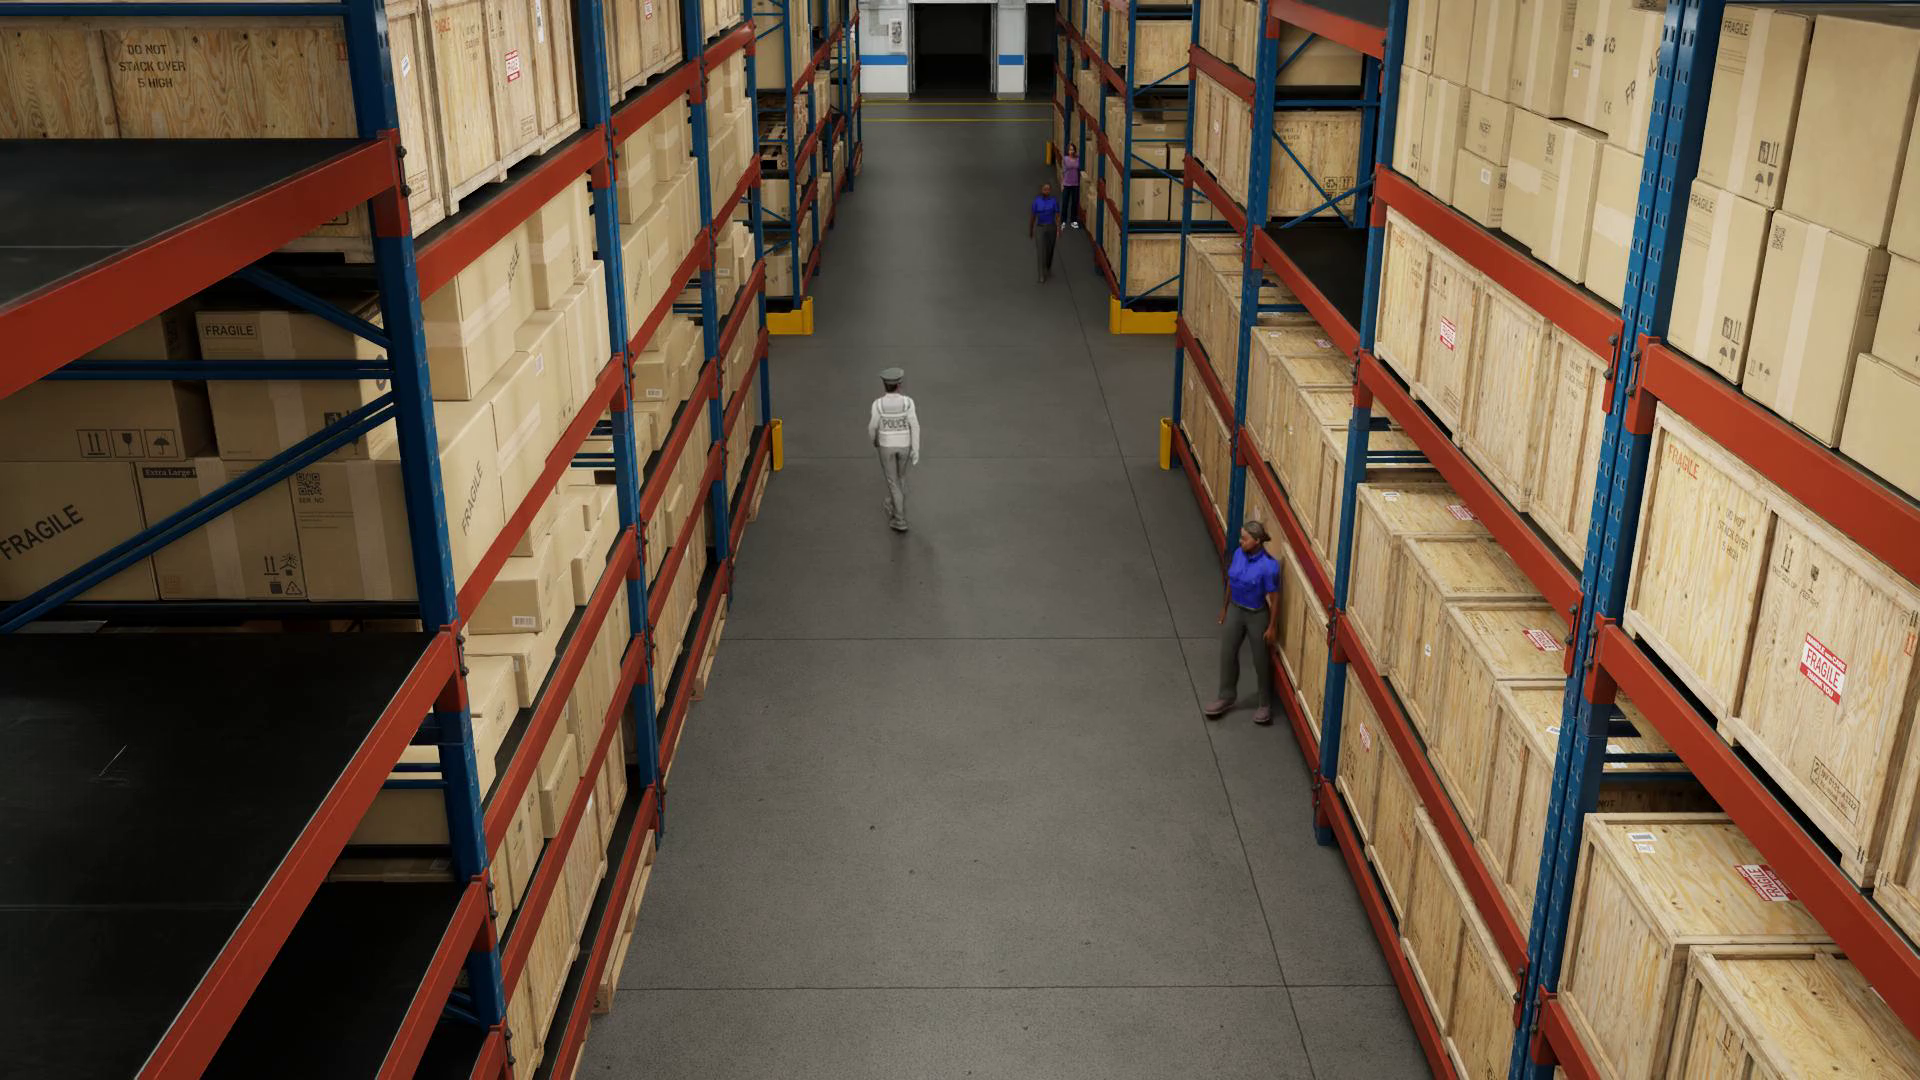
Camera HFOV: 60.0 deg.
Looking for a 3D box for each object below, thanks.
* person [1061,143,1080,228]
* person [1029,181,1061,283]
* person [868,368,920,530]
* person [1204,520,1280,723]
[{"bbox_3d":[2.141,-6.831,32.067,0.410,1.597,0.315,-4,22,-10],"label":"person"},{"bbox_3d":[1.428,-5.165,27.774,0.499,1.625,0.963,-2,22,-4],"label":"person"},{"bbox_3d":[-0.709,-0.974,17.085,0.478,1.651,0.748,-8,23,-19],"label":"person"},{"bbox_3d":[2.243,0.618,13.030,0.543,1.656,0.454,20,29,40],"label":"person"}]
